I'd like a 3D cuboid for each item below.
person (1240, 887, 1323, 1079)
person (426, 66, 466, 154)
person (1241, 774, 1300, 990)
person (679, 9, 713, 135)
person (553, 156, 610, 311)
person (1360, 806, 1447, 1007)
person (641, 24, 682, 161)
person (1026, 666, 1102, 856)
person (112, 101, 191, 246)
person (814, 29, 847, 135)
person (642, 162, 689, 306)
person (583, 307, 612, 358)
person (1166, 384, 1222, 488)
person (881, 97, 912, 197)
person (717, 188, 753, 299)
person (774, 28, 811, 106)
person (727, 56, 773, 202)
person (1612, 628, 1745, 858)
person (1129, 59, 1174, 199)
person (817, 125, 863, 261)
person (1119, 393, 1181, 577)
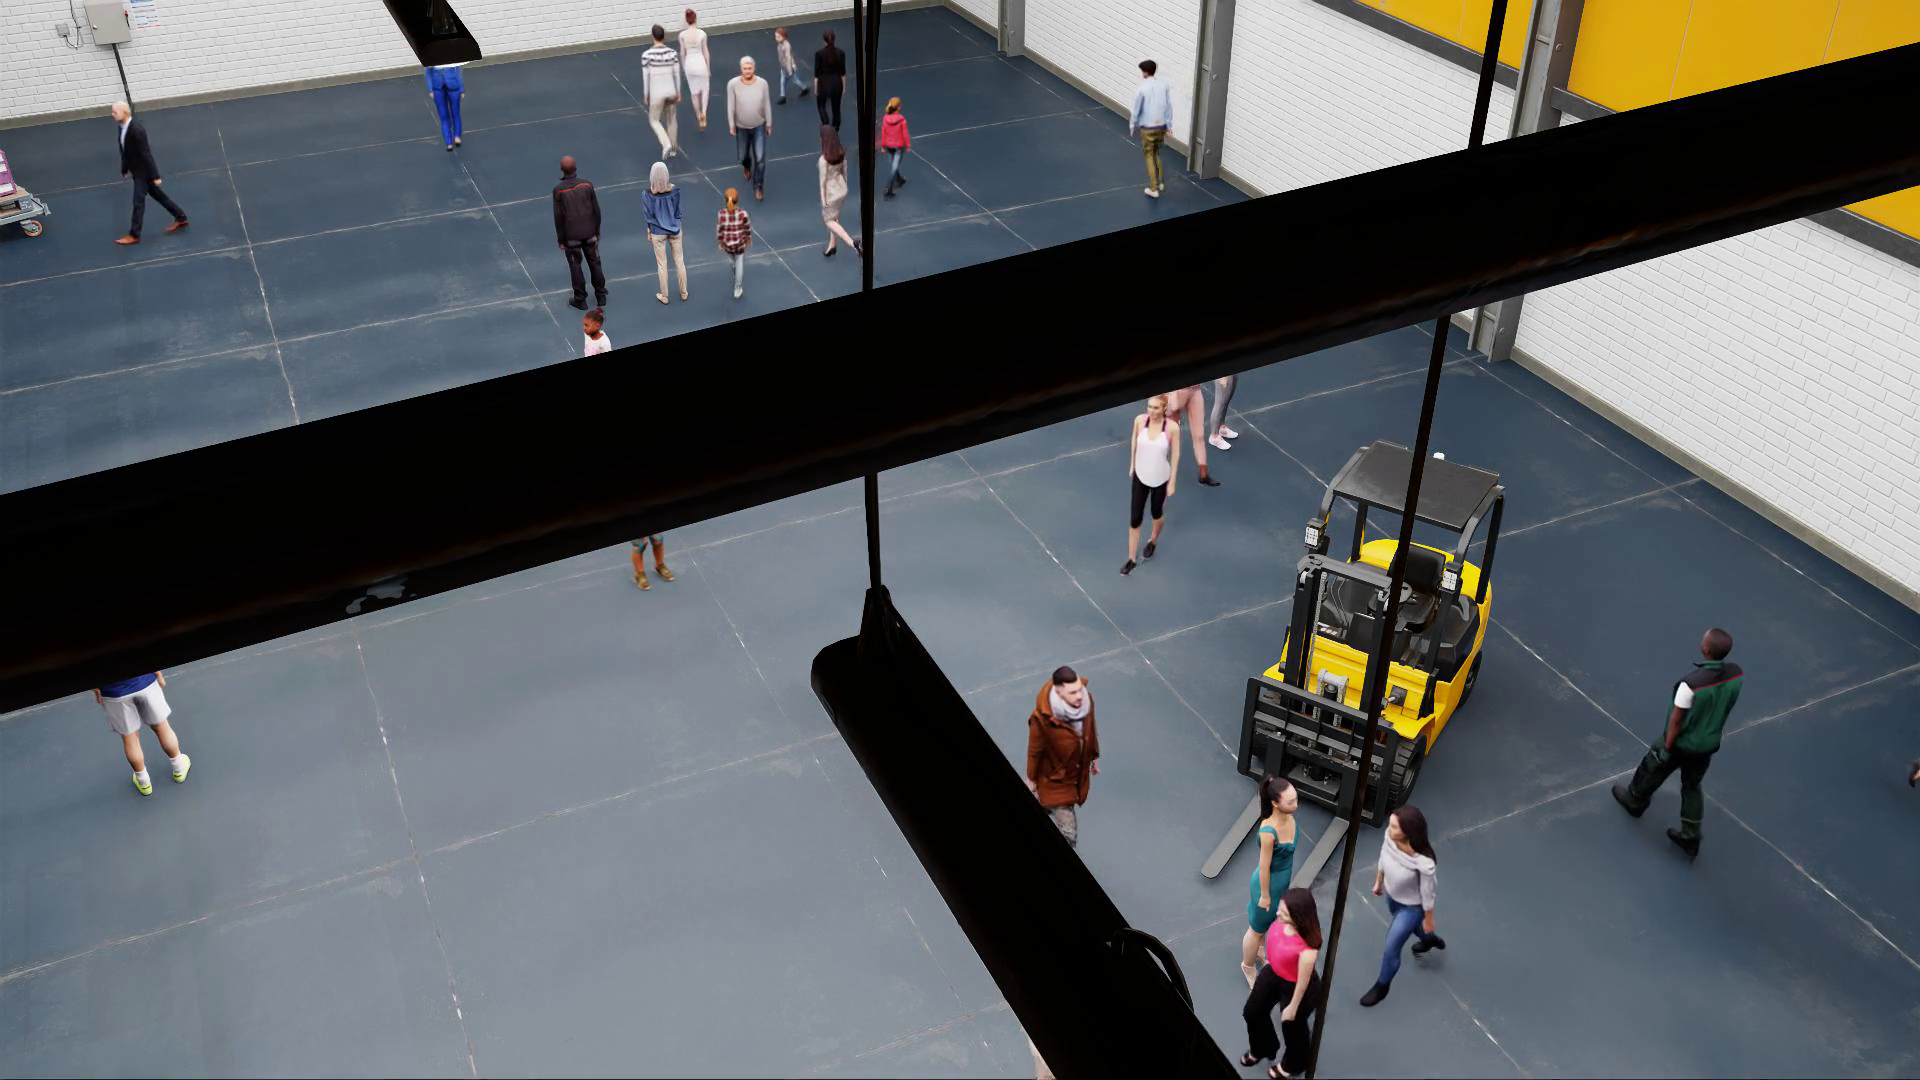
[{"bbox_3d":[2.035,2.648,9.975,0.678,1.641,0.612,-8,35,-12],"label":"person"},{"bbox_3d":[-7.255,-6.374,23.521,0.768,1.670,1.083,-8,35,-12],"label":"person"},{"bbox_3d":[1.987,2.184,10.632,0.641,1.687,0.621,19,38,27],"label":"person"},{"bbox_3d":[-3.815,-6.714,23.933,0.699,1.781,0.730,1,34,1],"label":"person"},{"bbox_3d":[-4.371,-3.530,19.107,0.695,1.820,0.588,-16,37,-22],"label":"person"},{"bbox_3d":[2.883,2.267,10.581,0.698,1.605,0.895,-12,35,-17],"label":"person"},{"bbox_3d":[-4.102,-6.165,23.055,0.715,1.840,0.830,-17,37,-24],"label":"person"},{"bbox_3d":[0.646,1.581,11.439,0.963,1.798,1.225,-28,43,-35],"label":"person"},{"bbox_3d":[-10.147,-4.616,20.800,1.049,1.756,1.235,-29,43,-36],"label":"person"},{"bbox_3d":[-1.828,-6.354,23.512,0.662,1.648,0.647,-8,35,-12],"label":"person"},{"bbox_3d":[-3.403,-3.563,19.267,0.597,1.698,0.542,-14,36,-20],"label":"person"},{"bbox_3d":[-3.592,-1.656,16.629,0.551,1.444,0.676,27,42,34],"label":"person"},{"bbox_3d":[2.071,-1.353,15.966,0.845,1.672,1.232,-24,40,-31],"label":"person"},{"bbox_3d":[-0.895,-5.192,22.091,0.920,1.286,0.929,16,37,22],"label":"person"},{"bbox_3d":[-2.644,-3.462,19.507,0.770,1.264,0.969,0,34,0],"label":"person"},{"bbox_3d":[-2.560,-7.186,25.205,0.679,1.160,0.846,-24,40,-31],"label":"person"},{"bbox_3d":[-2.772,-5.495,22.004,0.954,1.887,1.146,-3,34,-4],"label":"person"},{"bbox_3d":[5.168,1.436,11.645,0.763,1.810,1.050,-11,35,-16],"label":"person"},{"bbox_3d":[2.587,-5.407,21.963,0.694,1.785,0.686,-9,35,-14],"label":"person"},{"bbox_3d":[-1.469,-4.134,20.102,1.069,1.725,0.873,24,40,31],"label":"person"},{"bbox_3d":[1.742,-0.585,14.726,0.982,1.766,1.011,15,36,21],"label":"person"}]
